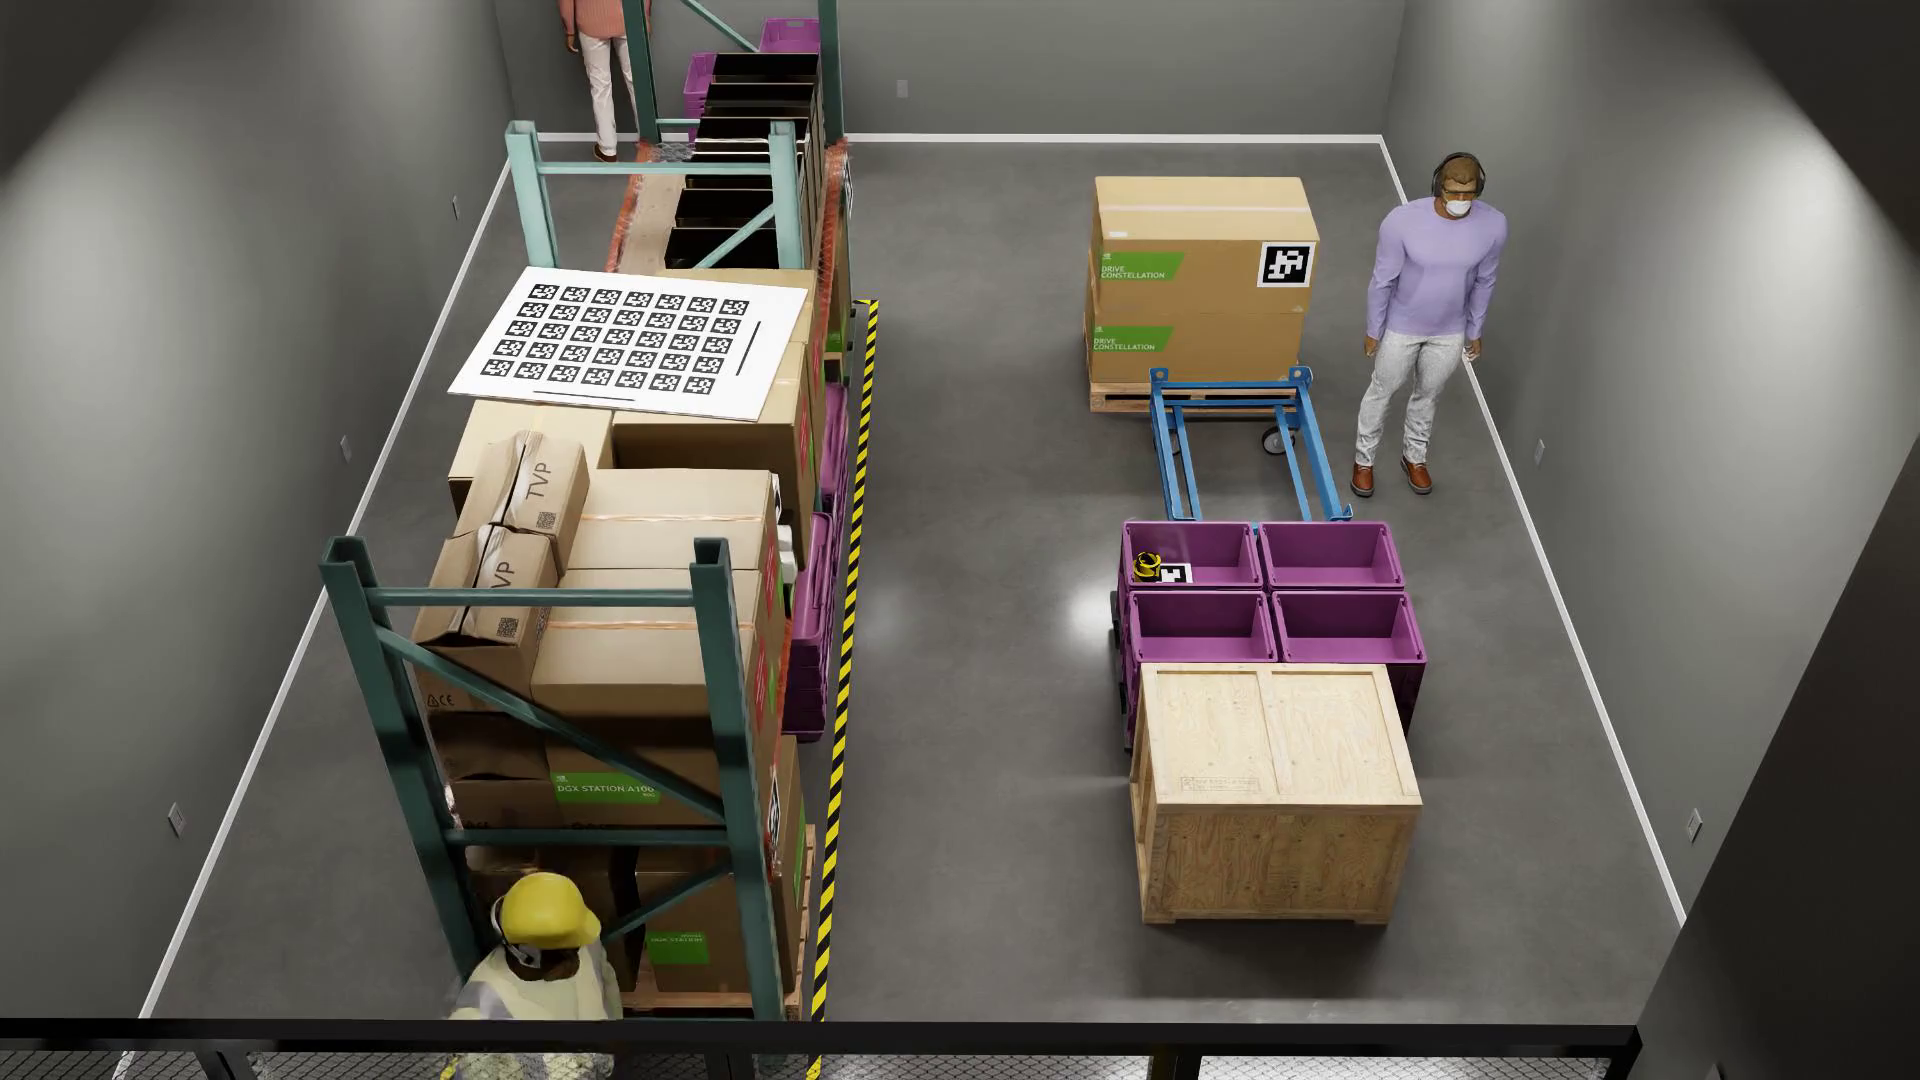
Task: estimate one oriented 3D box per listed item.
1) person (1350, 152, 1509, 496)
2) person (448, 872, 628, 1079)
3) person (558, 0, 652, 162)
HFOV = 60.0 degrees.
[{"bbox_3d":[2.328,-1.062,8.325,0.627,1.940,0.373,-1,41,-1],"label":"person"},{"bbox_3d":[-1.279,1.695,5.276,0.412,1.808,0.622,21,45,22],"label":"person"},{"bbox_3d":[-2.330,-3.425,10.977,0.612,1.995,0.382,-16,44,-17],"label":"person"}]
